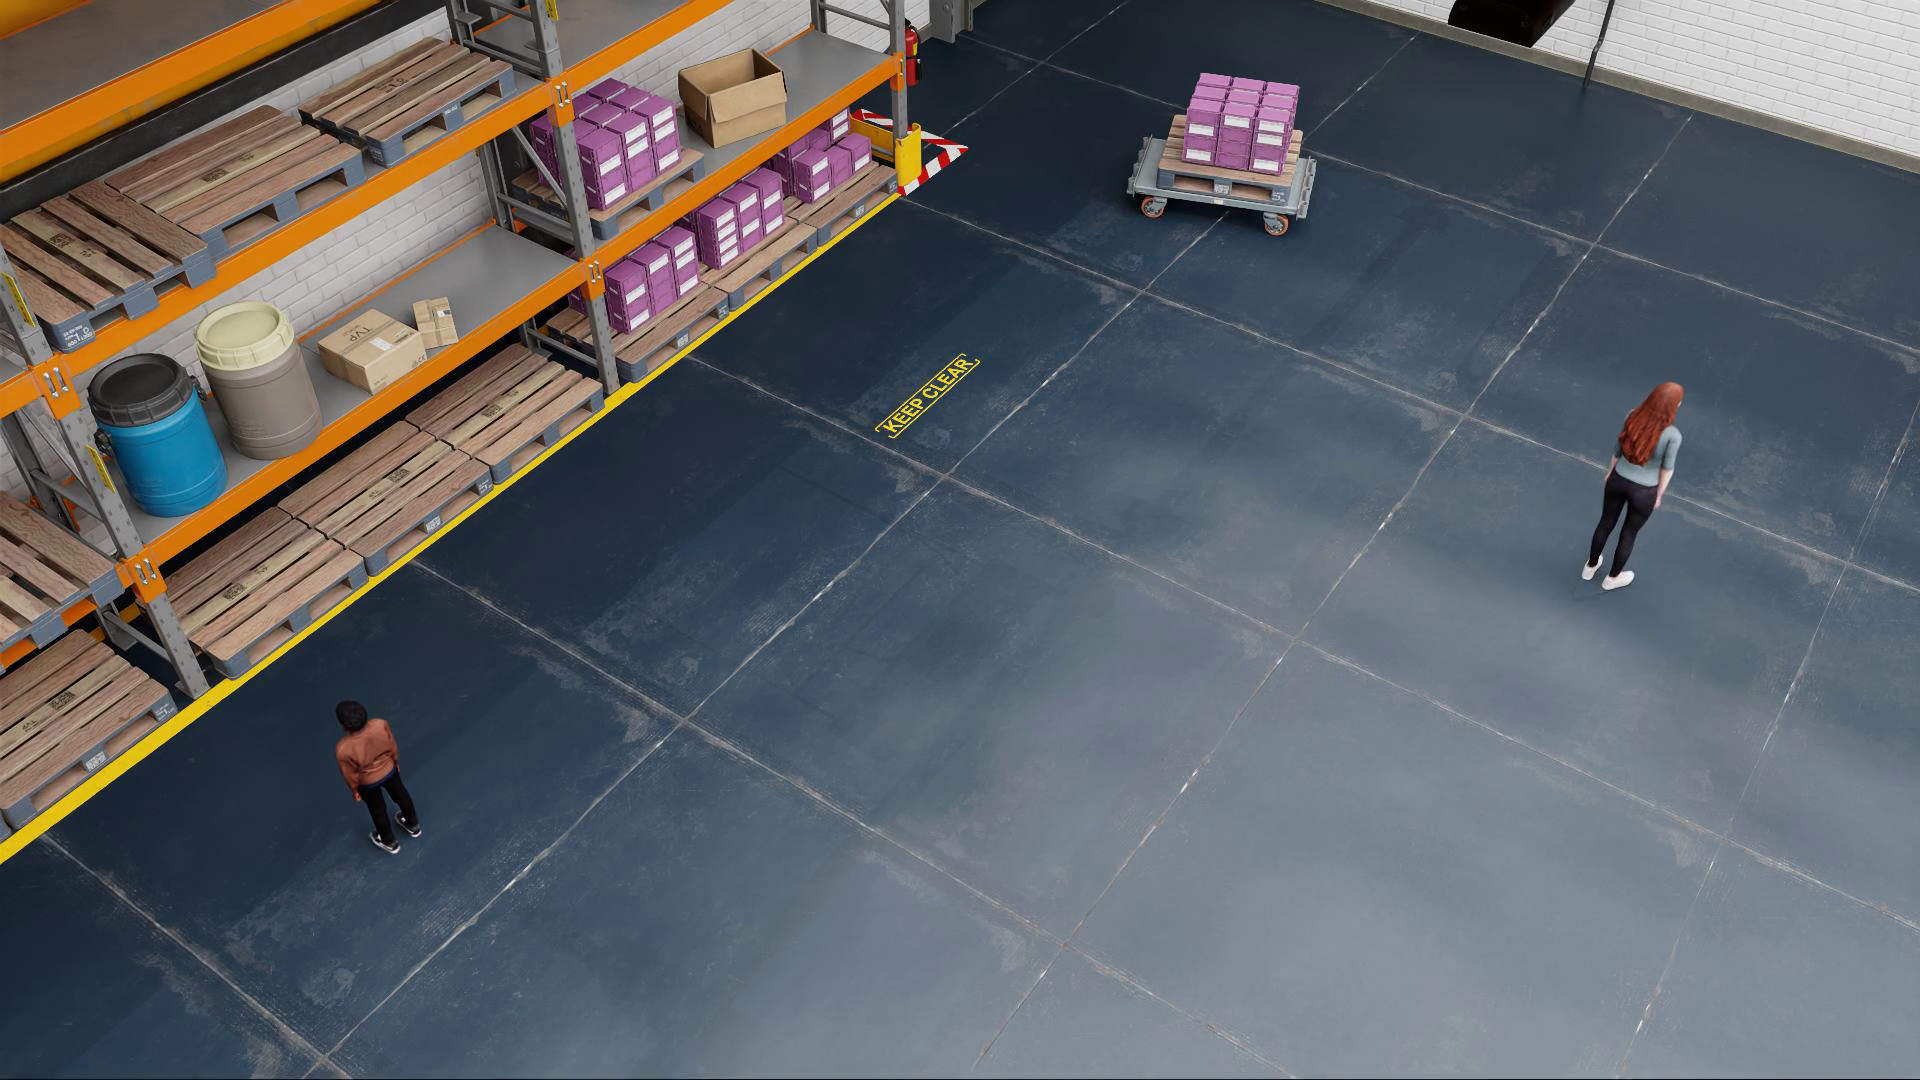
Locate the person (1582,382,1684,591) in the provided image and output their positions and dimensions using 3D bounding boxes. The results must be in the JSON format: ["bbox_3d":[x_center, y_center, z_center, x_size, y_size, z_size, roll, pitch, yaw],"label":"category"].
[{"bbox_3d":[4.640,-0.370,11.454,0.612,1.742,0.625,-30,51,-28],"label":"person"}]

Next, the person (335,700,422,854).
[{"bbox_3d":[-3.499,1.399,9.953,0.591,1.251,0.434,31,52,29],"label":"person"}]
